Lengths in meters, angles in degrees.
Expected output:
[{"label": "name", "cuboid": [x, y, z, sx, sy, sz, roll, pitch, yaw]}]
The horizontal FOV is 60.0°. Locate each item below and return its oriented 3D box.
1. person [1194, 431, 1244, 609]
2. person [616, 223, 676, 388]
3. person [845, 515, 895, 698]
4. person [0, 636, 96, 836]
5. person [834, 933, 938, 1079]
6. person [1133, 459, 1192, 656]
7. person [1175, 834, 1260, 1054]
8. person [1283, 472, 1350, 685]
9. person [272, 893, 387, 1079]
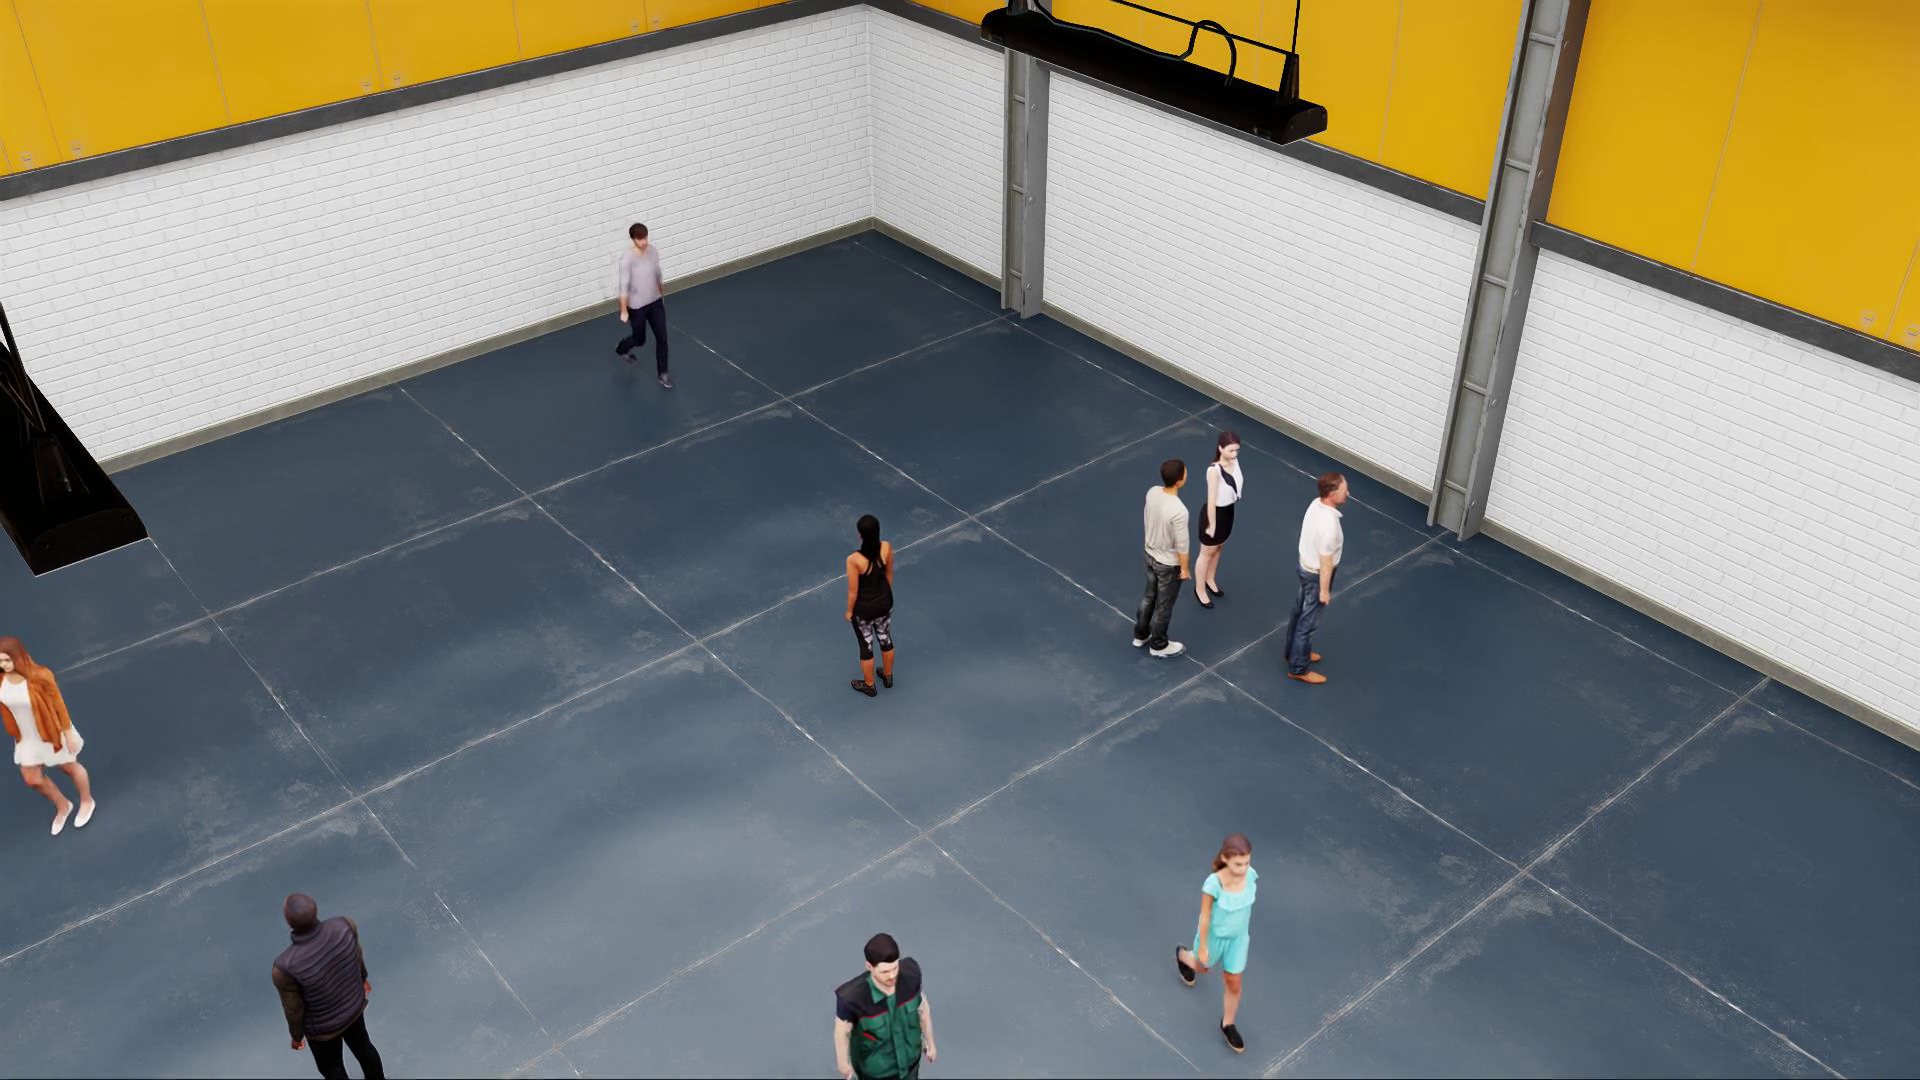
[{"label": "person", "cuboid": [2.170, -0.191, 13.999, 0.585, 1.648, 0.598, 21, 39, 29]}, {"label": "person", "cuboid": [-3.337, -2.478, 17.297, 1.061, 1.806, 0.737, 28, 43, 35]}, {"label": "person", "cuboid": [-0.689, 0.491, 12.963, 0.576, 1.659, 0.499, -24, 40, -31]}, {"label": "person", "cuboid": [-6.417, 1.296, 11.712, 0.767, 1.704, 0.822, 1, 34, 2]}, {"label": "person", "cuboid": [-0.453, 2.823, 9.250, 0.686, 1.887, 0.660, -22, 40, -30]}, {"label": "person", "cuboid": [1.627, 0.146, 13.345, 0.754, 1.812, 0.571, -20, 38, -27]}, {"label": "person", "cuboid": [1.573, 2.373, 10.244, 0.790, 1.535, 1.087, -11, 35, -16]}, {"label": "person", "cuboid": [2.796, 0.264, 13.130, 0.794, 1.854, 0.731, 2, 34, 3]}, {"label": "person", "cuboid": [-3.587, 2.693, 9.491, 0.689, 1.836, 0.765, 19, 38, 26]}]
